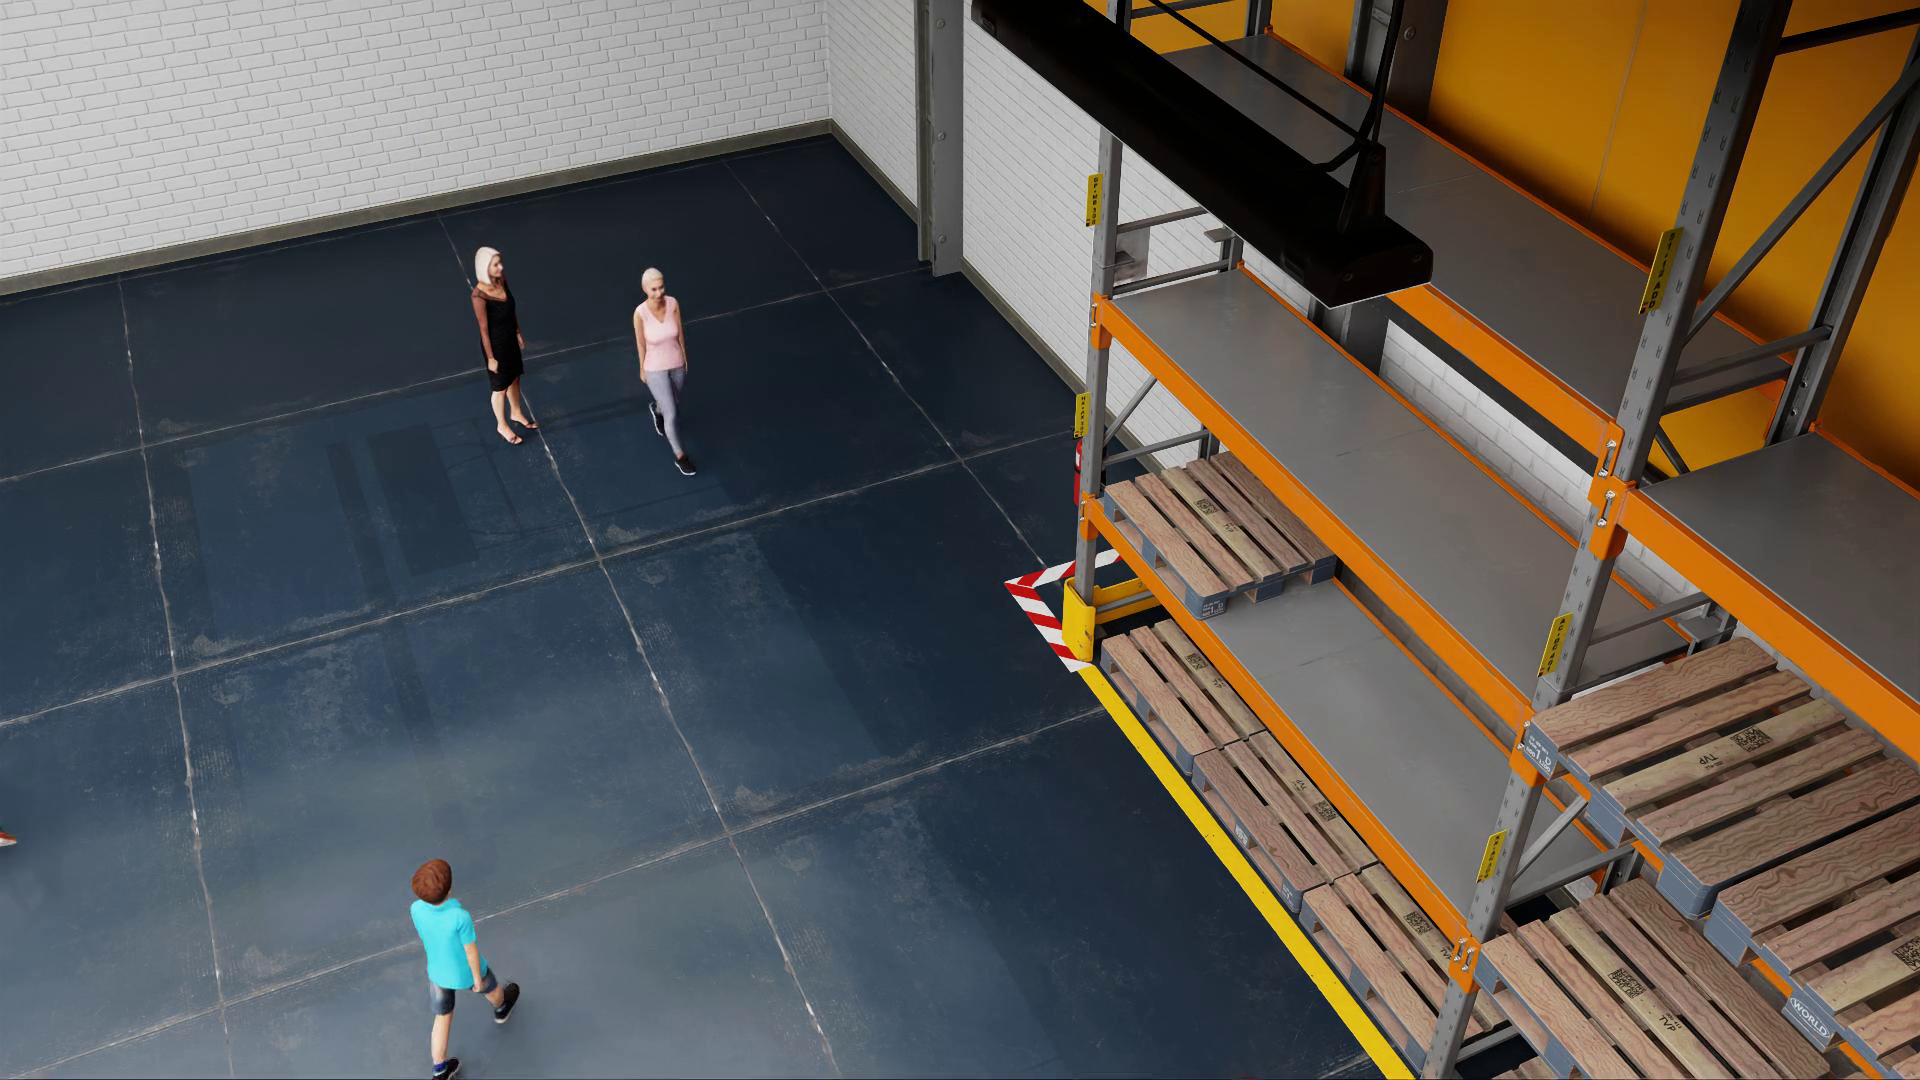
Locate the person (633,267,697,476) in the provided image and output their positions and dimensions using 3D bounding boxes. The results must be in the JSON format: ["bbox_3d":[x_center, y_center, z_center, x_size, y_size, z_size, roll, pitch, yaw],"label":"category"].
[{"bbox_3d":[-2.350,-1.389,13.040,0.673,1.702,1.097,-24,44,-27],"label":"person"}]

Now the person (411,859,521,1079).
[{"bbox_3d":[-2.674,2.279,8.677,0.889,1.415,1.023,8,39,9],"label":"person"}]

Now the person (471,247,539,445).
[{"bbox_3d":[-3.653,-1.554,13.214,0.716,1.743,0.655,13,40,15],"label":"person"}]
